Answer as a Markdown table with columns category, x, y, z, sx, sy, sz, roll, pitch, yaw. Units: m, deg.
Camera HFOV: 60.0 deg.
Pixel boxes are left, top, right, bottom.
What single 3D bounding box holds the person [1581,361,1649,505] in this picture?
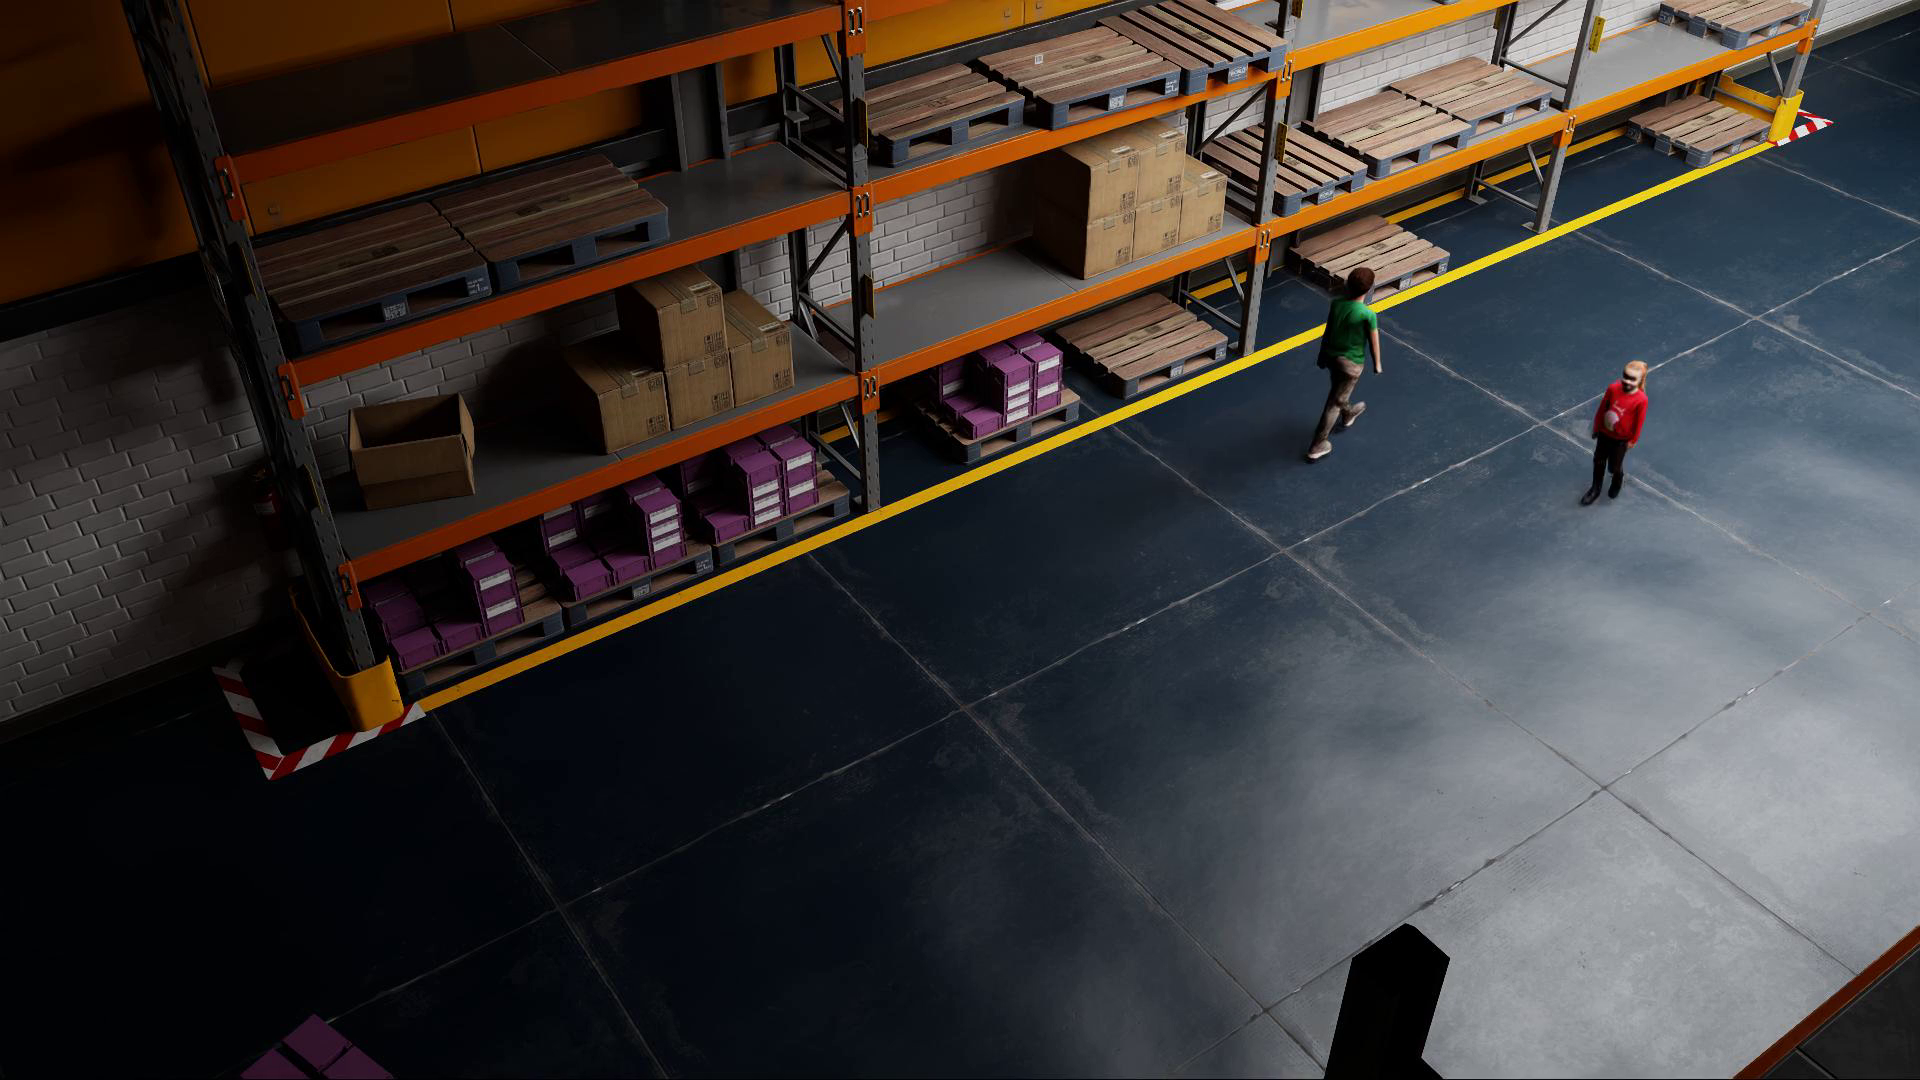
| category | x | y | z | sx | sy | sz | roll | pitch | yaw |
| --- | --- | --- | --- | --- | --- | --- | --- | --- | --- |
| person | 5.117 | -0.855 | 12.923 | 0.546 | 1.274 | 0.632 | 31 | 48 | 33 |

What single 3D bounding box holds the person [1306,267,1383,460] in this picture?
| category | x | y | z | sx | sy | sz | roll | pitch | yaw |
| --- | --- | --- | --- | --- | --- | --- | --- | --- | --- |
| person | 3.025 | -1.371 | 13.298 | 1.065 | 1.612 | 0.639 | -27 | 46 | -30 |
